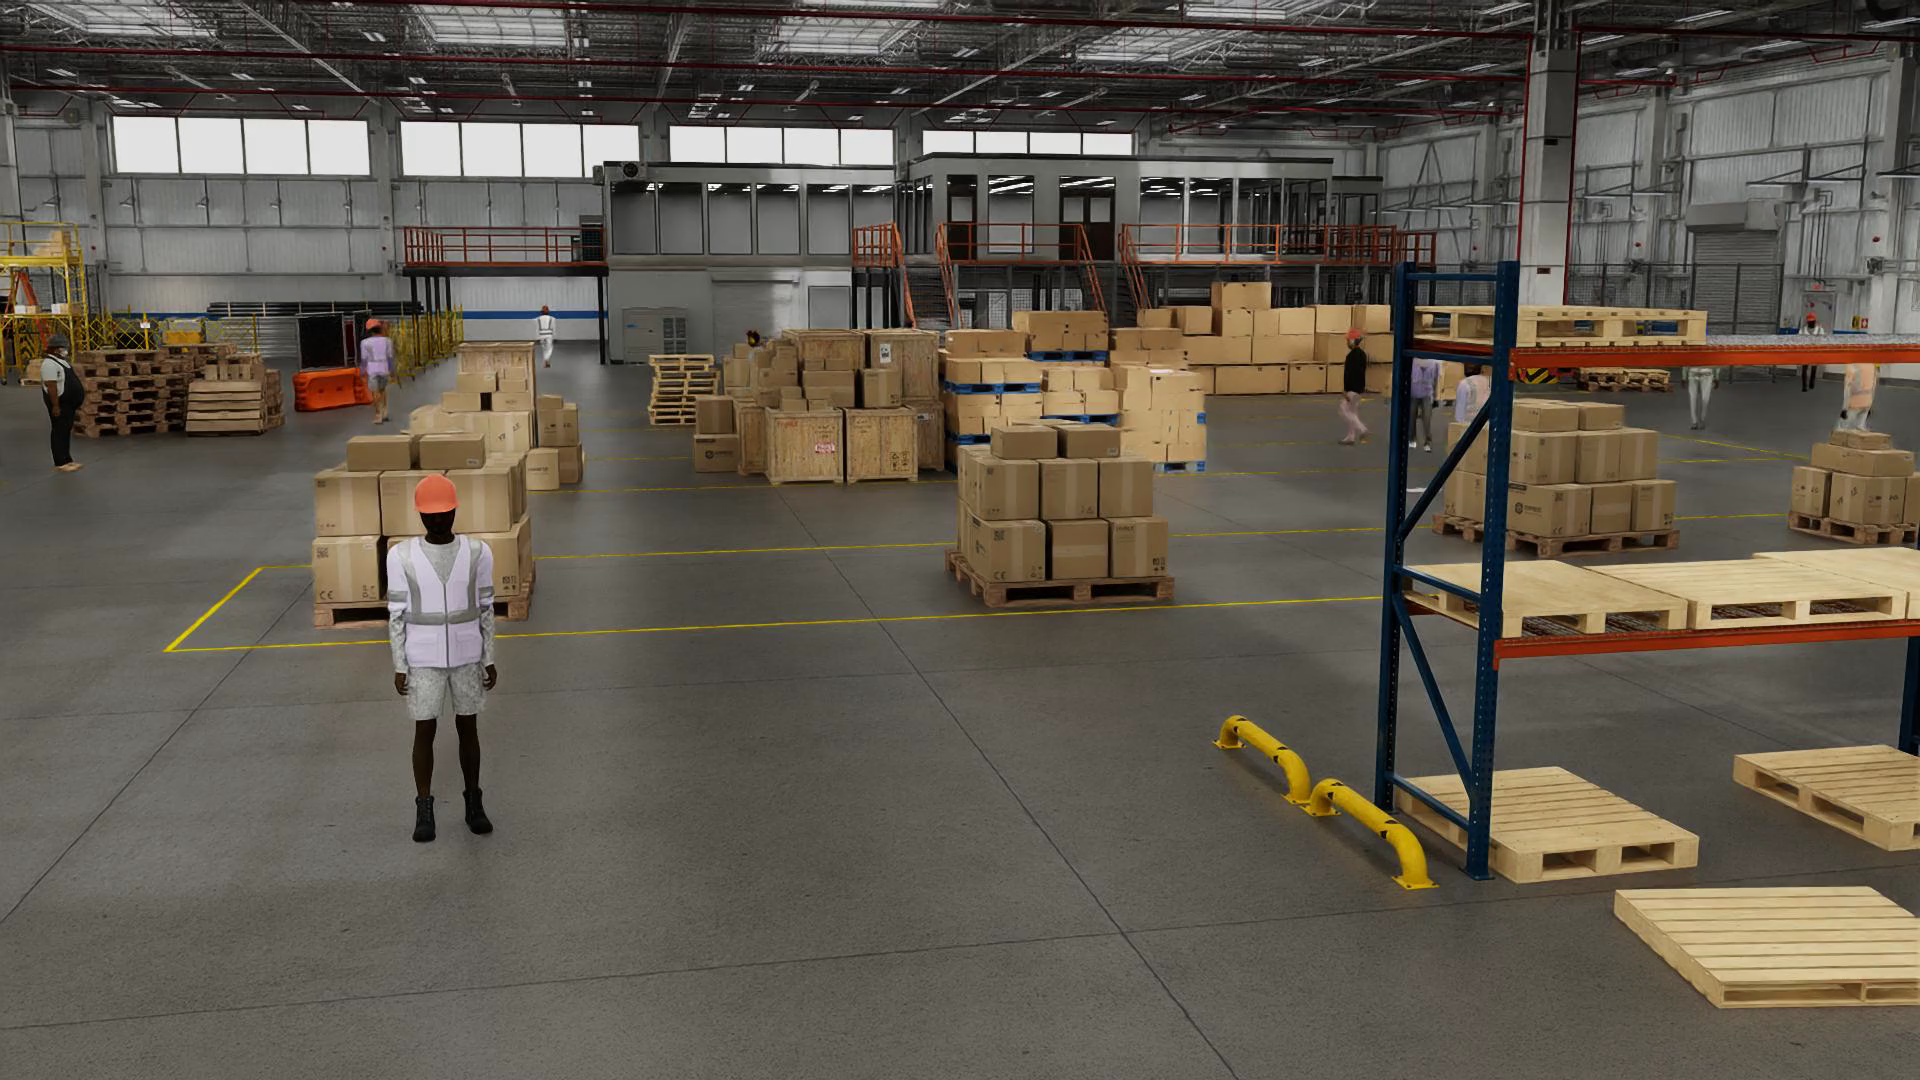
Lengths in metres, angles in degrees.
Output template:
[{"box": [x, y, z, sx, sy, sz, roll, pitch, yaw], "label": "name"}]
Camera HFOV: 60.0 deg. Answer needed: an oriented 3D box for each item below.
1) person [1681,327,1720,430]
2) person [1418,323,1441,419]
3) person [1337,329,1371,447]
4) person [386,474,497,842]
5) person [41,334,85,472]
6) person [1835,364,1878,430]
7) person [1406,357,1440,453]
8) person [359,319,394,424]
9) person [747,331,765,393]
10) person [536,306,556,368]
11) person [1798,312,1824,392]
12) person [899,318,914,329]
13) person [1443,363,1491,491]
[{"box": [13.634, -2.982, 30.686, 0.652, 1.926, 0.643, 6, 11, 33], "label": "person"}, {"box": [9.202, -3.322, 32.801, 0.633, 1.921, 0.690, -1, 9, -4], "label": "person"}, {"box": [6.605, -2.524, 27.743, 0.573, 1.976, 0.623, 8, 12, 40], "label": "person"}, {"box": [-2.709, 0.613, 8.752, 0.546, 1.938, 0.361, -4, 10, -24], "label": "person"}, {"box": [-13.213, -2.030, 24.548, 0.536, 2.000, 0.688, -2, 10, -14], "label": "person"}, {"box": [13.414, -2.020, 24.874, 0.611, 1.907, 0.456, -3, 10, -19], "label": "person"}, {"box": [7.580, -2.404, 27.355, 0.575, 1.874, 1.013, 1, 9, 8], "label": "person"}, {"box": [-11.201, -3.220, 31.874, 0.620, 2.022, 0.545, -9, 13, -43], "label": "person"}, {"box": [-3.700, -2.881, 30.315, 0.431, 1.851, 0.550, 4, 10, 22], "label": "person"}, {"box": [-12.351, -6.055, 49.627, 0.577, 1.869, 0.579, 0, 9, 0], "label": "person"}, {"box": [20.548, -4.541, 40.214, 0.567, 1.918, 0.508, 5, 11, 28], "label": "person"}, {"box": [-1.344, -4.465, 40.141, 0.639, 1.807, 0.810, 8, 12, 40], "label": "person"}, {"box": [6.709, -1.514, 22.068, 0.650, 1.819, 0.638, -6, 11, -31], "label": "person"}]
